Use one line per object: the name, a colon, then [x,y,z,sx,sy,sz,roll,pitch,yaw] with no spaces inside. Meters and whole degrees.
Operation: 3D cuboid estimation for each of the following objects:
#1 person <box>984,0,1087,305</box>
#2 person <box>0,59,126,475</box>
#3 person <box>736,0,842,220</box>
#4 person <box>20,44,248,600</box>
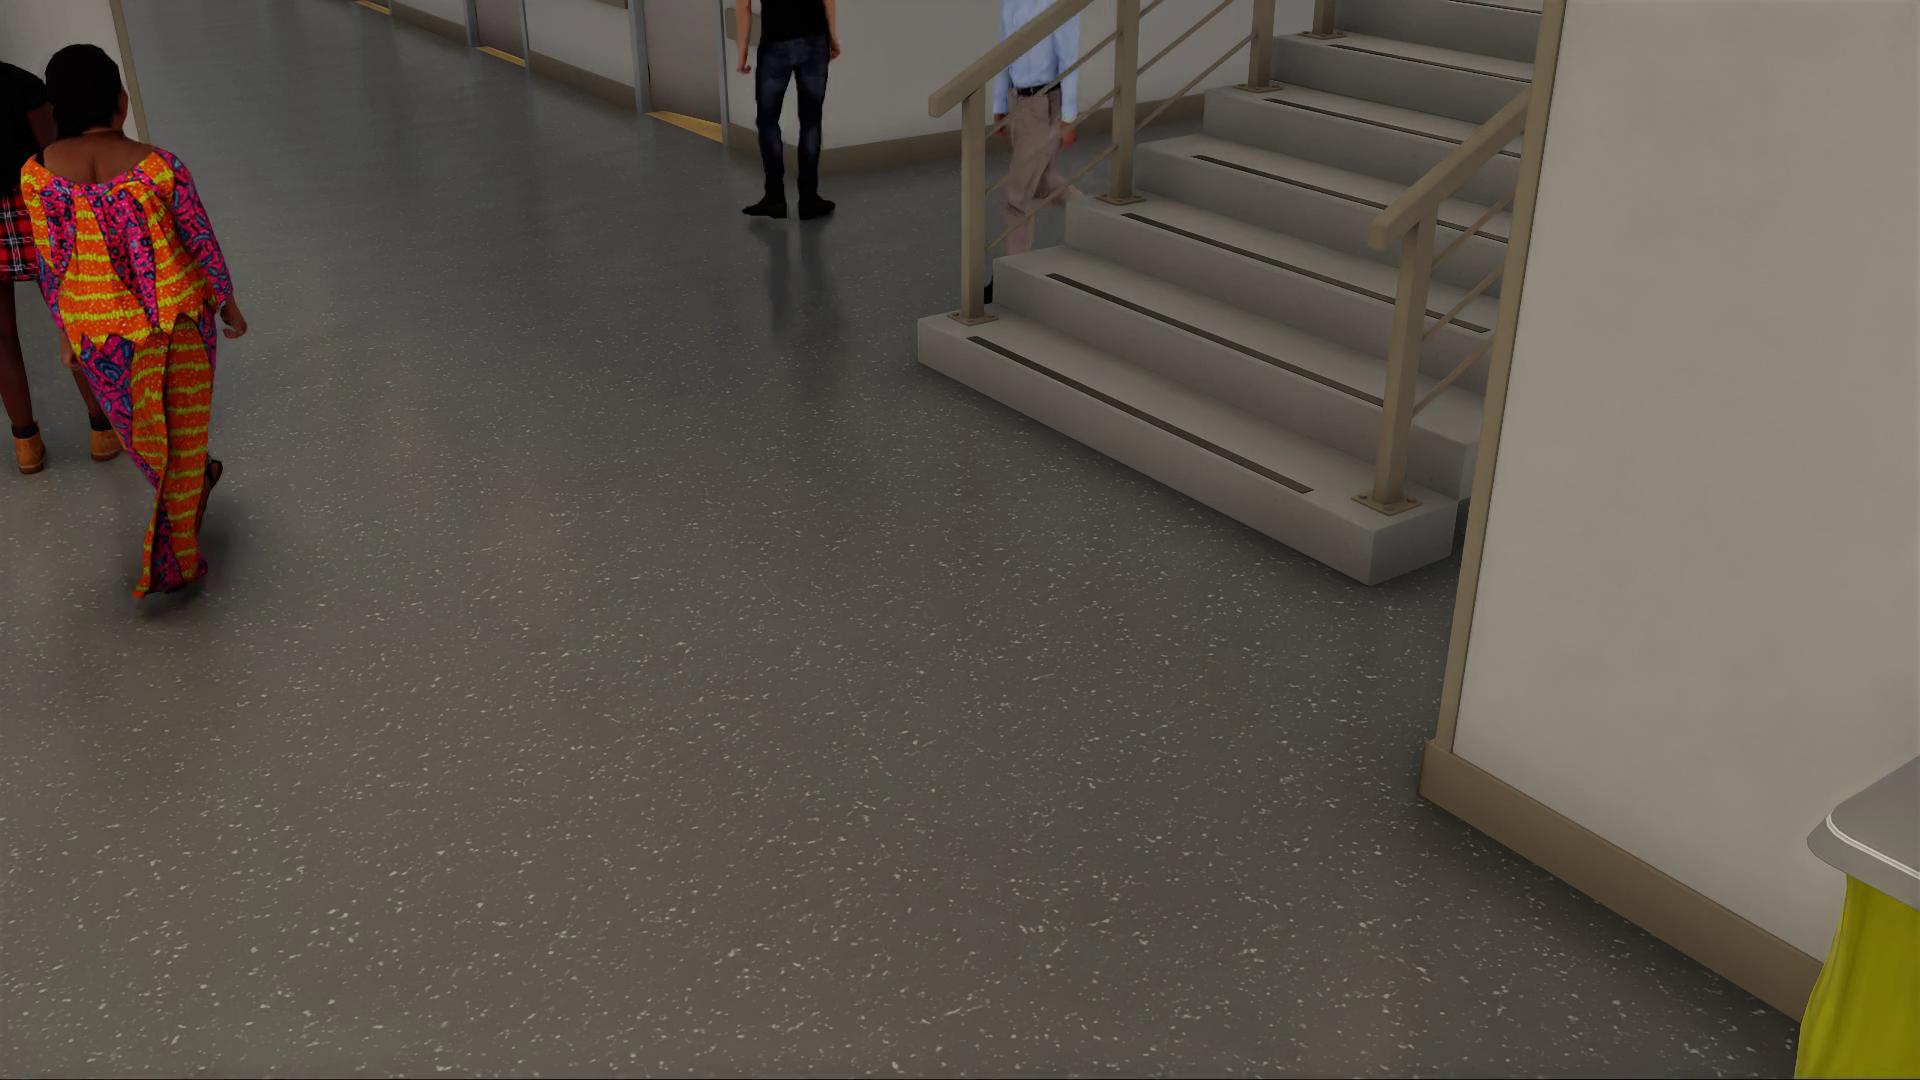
person: [0.430,-1.982,7.671,1.181,1.809,0.697,-14,29,-27]
person: [-3.361,-1.089,5.913,0.617,1.729,0.728,-9,27,-17]
person: [-0.882,-2.684,9.078,0.726,1.853,0.896,1,26,2]
person: [-2.529,-0.647,5.088,1.203,1.648,1.116,-2,26,-3]
